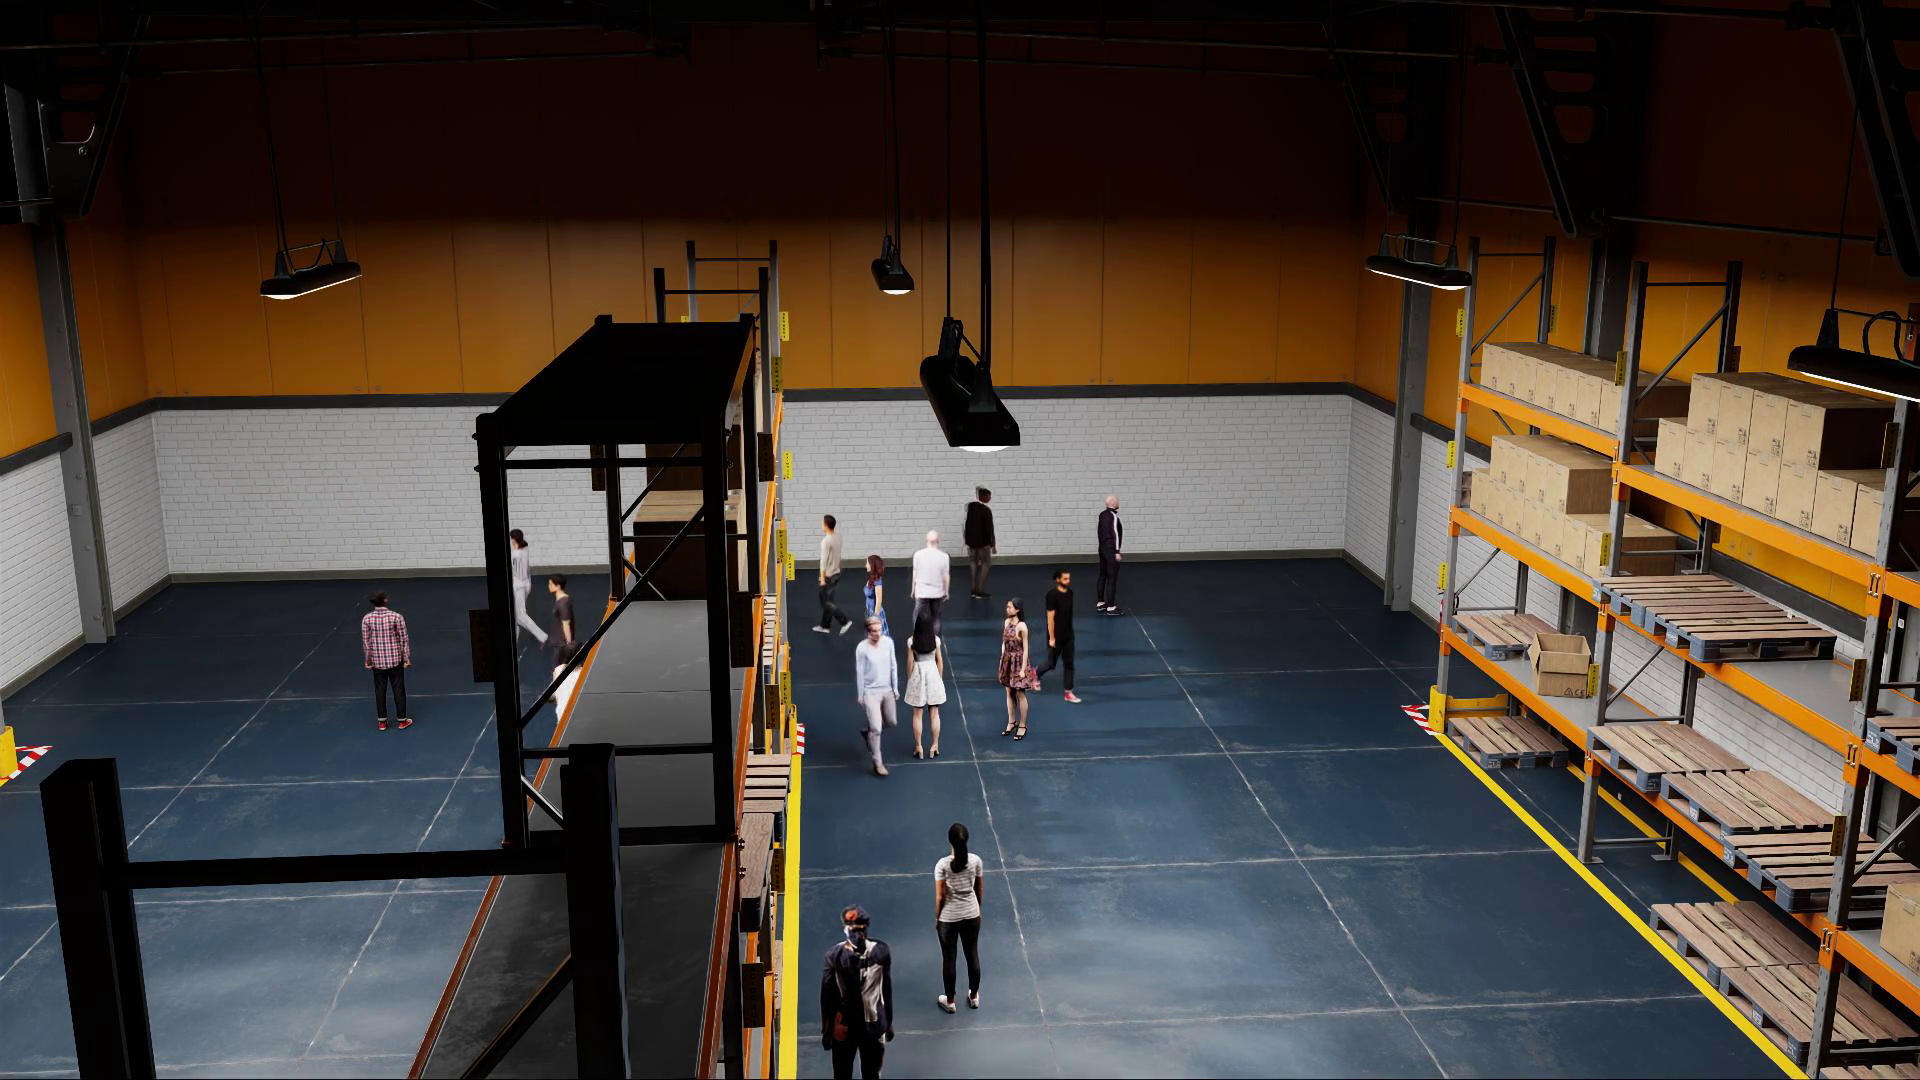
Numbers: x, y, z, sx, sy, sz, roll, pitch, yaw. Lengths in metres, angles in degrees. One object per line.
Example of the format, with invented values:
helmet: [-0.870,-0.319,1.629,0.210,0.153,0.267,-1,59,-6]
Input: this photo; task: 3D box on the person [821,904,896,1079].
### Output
person: [-0.725,3.475,11.867,0.740,1.890,0.666,-4,14,-17]

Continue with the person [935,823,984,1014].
person: [-0.006,3.125,13.828,0.615,1.647,0.600,-5,14,-18]

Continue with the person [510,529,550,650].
person: [-6.164,0.727,23.522,0.978,1.745,1.075,6,15,22]

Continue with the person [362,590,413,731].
person: [-7.049,1.462,20.451,0.705,1.760,0.575,-2,14,-8]

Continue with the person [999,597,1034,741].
person: [0.662,1.546,20.080,0.857,1.773,0.777,-10,17,-36]

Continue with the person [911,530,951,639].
person: [-0.428,0.775,23.163,0.687,1.821,0.804,-1,14,-5]

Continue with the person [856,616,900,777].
person: [-0.998,1.745,19.060,0.955,1.867,1.105,-9,16,-34]

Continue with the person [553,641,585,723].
person: [-4.313,1.960,18.577,0.779,1.677,0.849,4,14,15]

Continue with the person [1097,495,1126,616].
person: [2.277,0.206,25.479,0.806,1.836,0.636,-6,15,-22]

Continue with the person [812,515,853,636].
person: [-1.842,0.527,24.234,0.985,1.799,1.002,6,15,24]

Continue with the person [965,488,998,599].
person: [0.289,0.037,26.297,0.767,1.781,0.838,7,15,26]

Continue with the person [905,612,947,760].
person: [-0.408,1.692,19.475,0.628,1.775,0.609,-1,14,-5]

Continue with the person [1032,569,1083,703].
person: [1.233,1.220,21.495,0.973,1.741,1.136,-11,17,-38]

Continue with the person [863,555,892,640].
person: [-1.131,1.073,21.965,0.758,1.806,0.552,-3,14,-13]

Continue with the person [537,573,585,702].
person: [-5.034,1.248,21.480,0.721,1.693,0.986,-2,14,-9]
